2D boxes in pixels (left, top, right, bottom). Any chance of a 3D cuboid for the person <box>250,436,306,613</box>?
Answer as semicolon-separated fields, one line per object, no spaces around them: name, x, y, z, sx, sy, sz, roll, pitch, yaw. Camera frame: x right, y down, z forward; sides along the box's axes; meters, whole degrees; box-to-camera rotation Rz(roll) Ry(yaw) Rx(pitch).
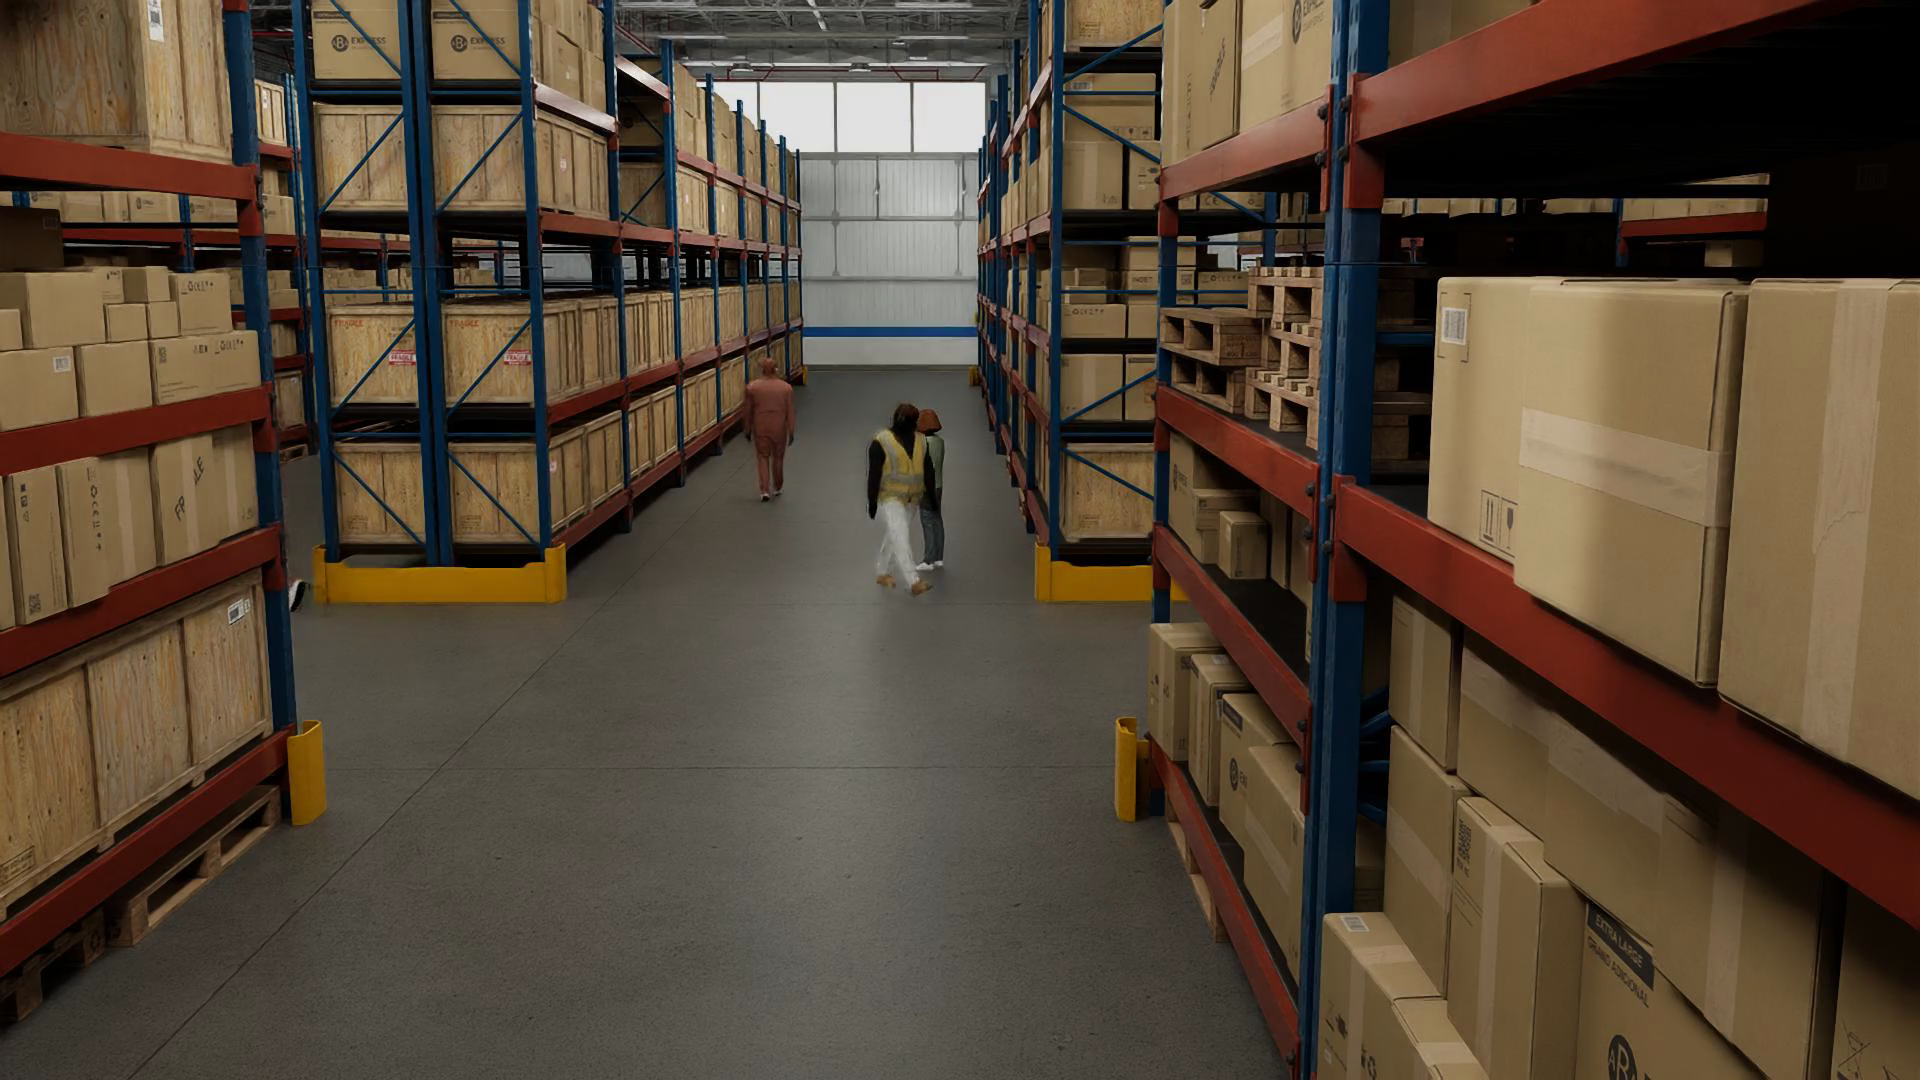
person;-6.101;-0.227;14.271;0.721;1.893;0.642;0;9;-1

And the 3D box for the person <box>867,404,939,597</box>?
person;-0.536;-0.378;15.574;0.629;1.779;1.031;-7;12;-38

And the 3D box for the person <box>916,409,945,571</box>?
person;-0.321;-0.501;16.741;0.282;1.633;0.500;4;10;25

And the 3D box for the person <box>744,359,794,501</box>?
person;-2.518;-1.456;21.926;0.661;1.862;0.985;-1;9;-5
